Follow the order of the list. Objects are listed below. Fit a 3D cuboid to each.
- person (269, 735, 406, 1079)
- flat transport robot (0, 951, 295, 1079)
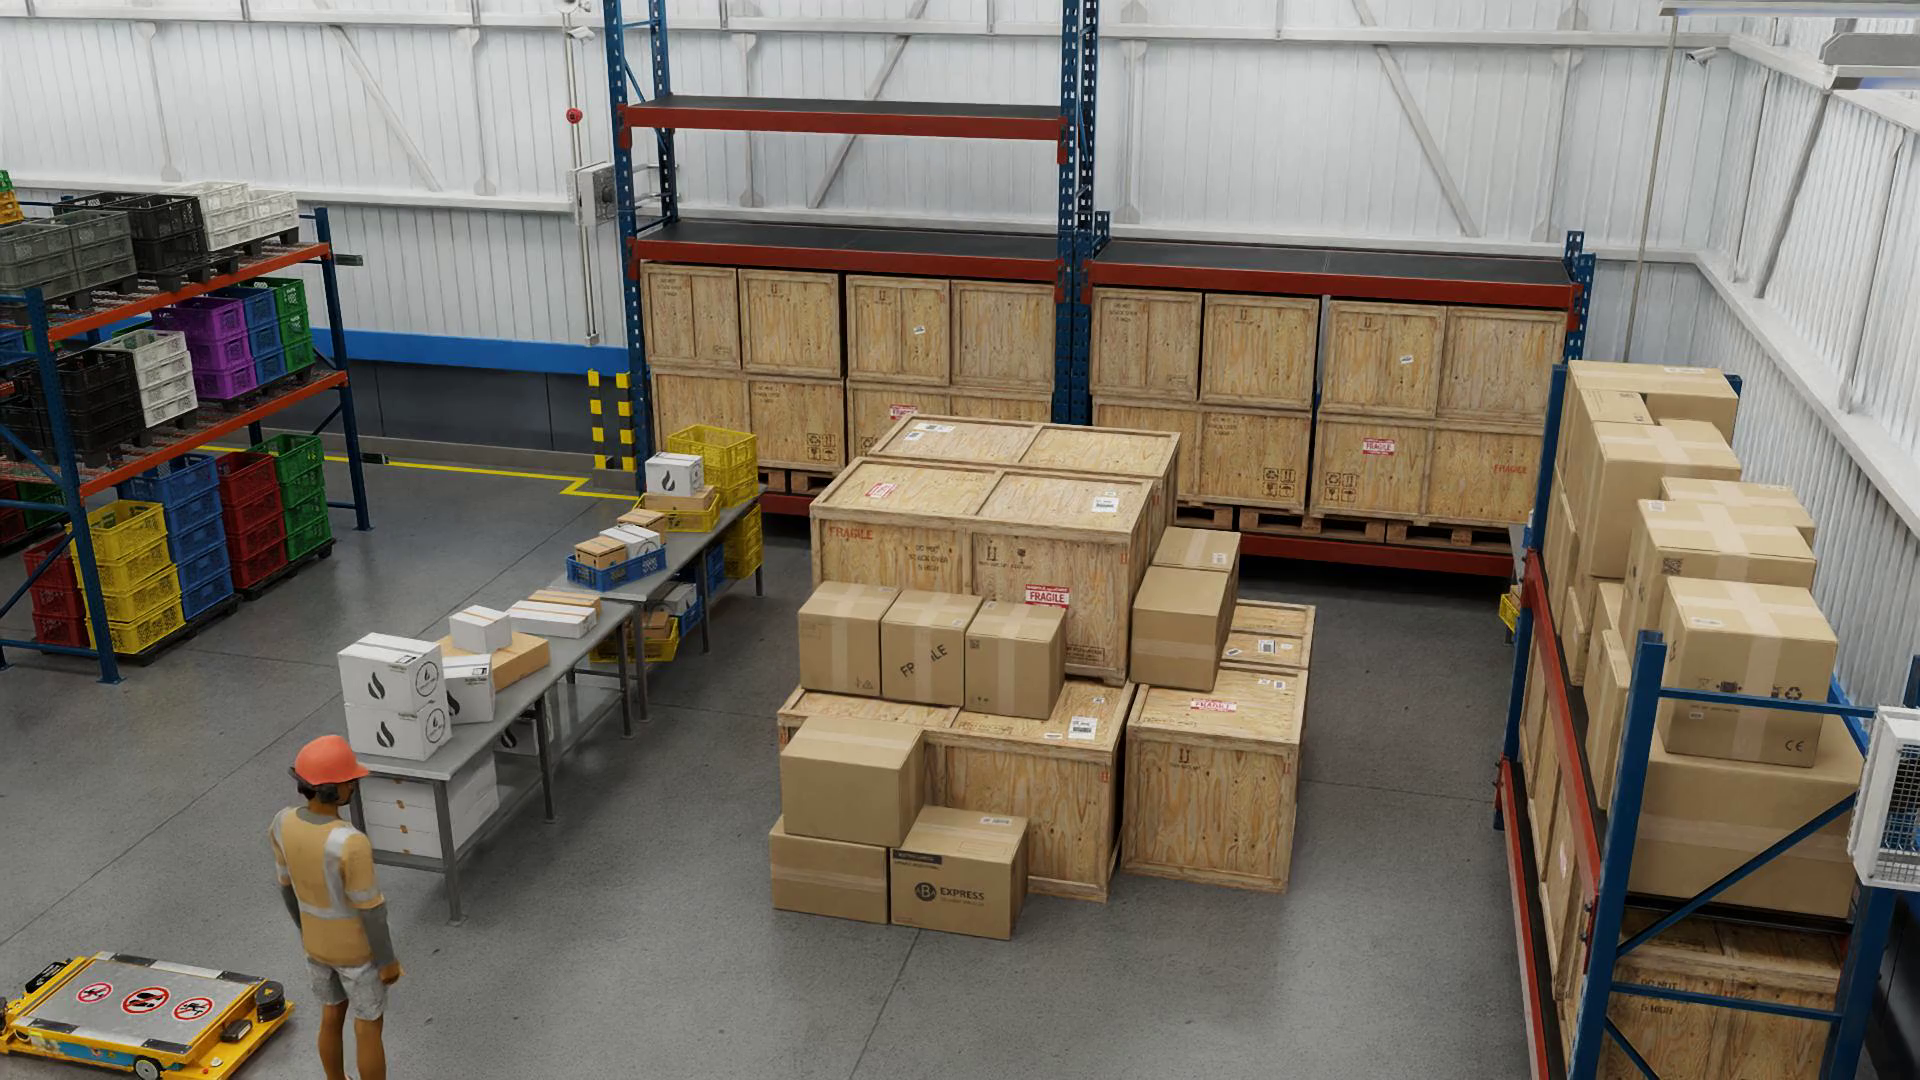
[{"bbox_3d":[-2.849,1.848,7.739,0.604,2.037,0.390,12,24,28],"label":"person"},{"bbox_3d":[-4.270,2.464,8.601,1.431,0.231,0.659,5,22,13],"label":"flat transport robot"}]
